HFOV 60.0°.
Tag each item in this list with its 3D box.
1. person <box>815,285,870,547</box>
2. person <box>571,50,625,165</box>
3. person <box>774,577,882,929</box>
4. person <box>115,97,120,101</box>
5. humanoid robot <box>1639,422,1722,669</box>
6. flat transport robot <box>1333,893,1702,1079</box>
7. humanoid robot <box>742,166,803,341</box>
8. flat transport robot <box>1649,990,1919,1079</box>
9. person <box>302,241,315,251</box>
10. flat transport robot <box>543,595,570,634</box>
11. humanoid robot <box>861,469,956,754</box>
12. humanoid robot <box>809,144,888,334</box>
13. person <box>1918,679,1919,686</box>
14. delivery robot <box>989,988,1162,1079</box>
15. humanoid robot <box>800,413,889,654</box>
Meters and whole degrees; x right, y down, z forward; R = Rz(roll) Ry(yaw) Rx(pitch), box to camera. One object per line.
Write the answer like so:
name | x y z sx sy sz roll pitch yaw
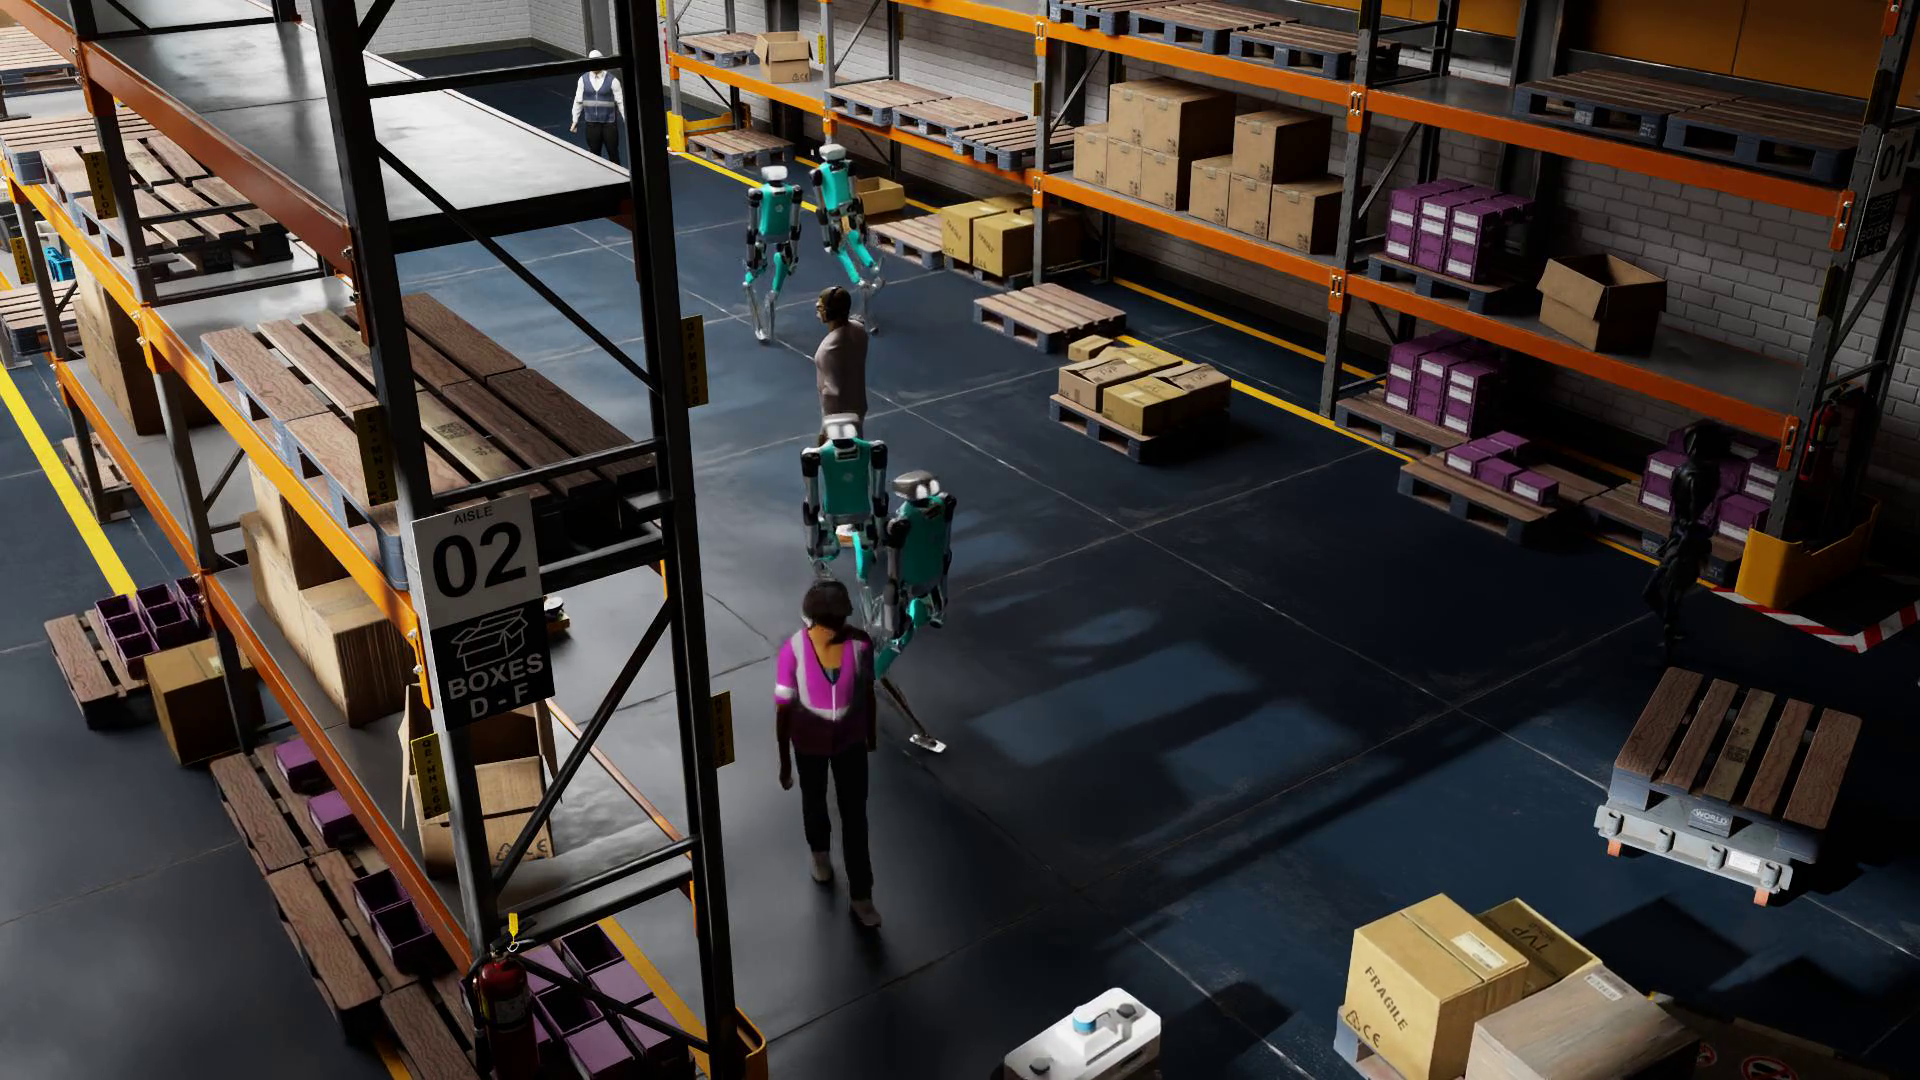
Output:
person | -0.853 -0.881 11.884 0.373 1.940 0.627 8 28 15
person | -4.448 -5.175 20.621 0.745 1.758 0.428 -1 27 -2
person | -0.635 1.040 8.185 0.532 1.815 0.891 -6 27 -12
person | -10.410 -5.161 20.347 0.404 1.986 0.610 5 27 10
humanoid robot | 4.497 0.060 10.306 0.372 1.648 0.604 8 28 15
flat transport robot | 2.405 2.437 7.141 1.431 0.231 0.659 -14 30 -26
humanoid robot | -1.828 -2.641 15.745 0.561 1.903 0.763 -14 30 -25
flat transport robot | 3.411 2.388 7.238 1.431 0.231 0.659 14 30 26
person | -6.137 -2.522 15.491 0.289 1.628 0.498 8 28 16
flat transport robot | -3.255 0.334 11.323 0.659 0.231 1.431 -18 32 -31
humanoid robot | -0.456 0.352 9.691 0.981 1.774 0.532 20 33 34
humanoid robot | -1.006 -2.851 16.134 0.559 1.869 0.844 -21 34 -36
person | 6.194 0.111 9.896 0.498 1.949 0.426 2 27 4
delivery robot | 0.513 2.278 7.152 0.806 0.608 0.499 -21 33 -35
humanoid robot | -0.743 -0.066 10.484 0.541 1.720 0.996 -6 27 -12
